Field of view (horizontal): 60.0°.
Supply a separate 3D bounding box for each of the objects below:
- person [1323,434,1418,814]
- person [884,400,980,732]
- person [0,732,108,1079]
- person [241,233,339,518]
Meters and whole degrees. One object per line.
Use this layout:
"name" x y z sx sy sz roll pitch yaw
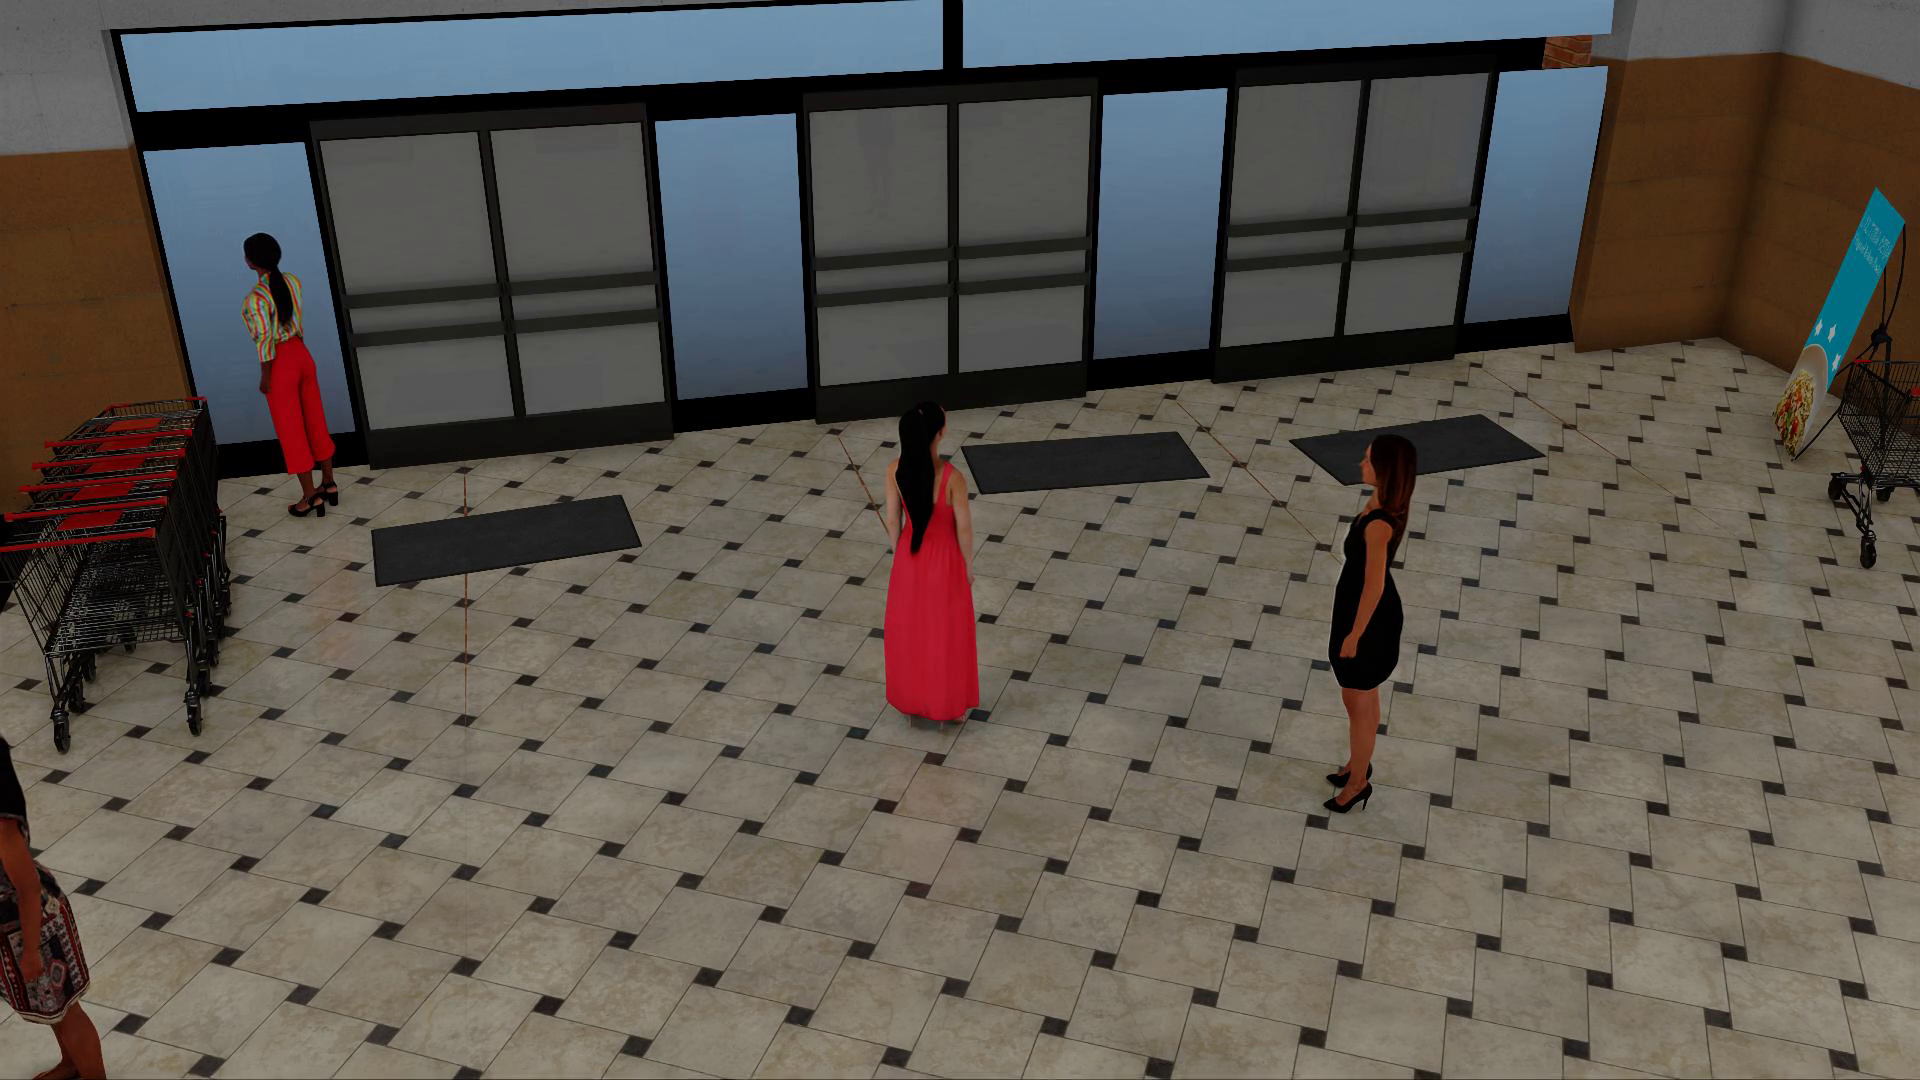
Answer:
"person" 1.789 0.386 7.316 0.725 1.835 0.628 8 28 16
"person" -0.145 0.139 7.923 0.712 1.727 0.746 10 28 18
"person" -3.216 1.306 5.713 0.783 1.645 0.635 -22 34 -36
"person" -4.067 -0.991 10.080 0.747 1.792 0.645 9 28 17
